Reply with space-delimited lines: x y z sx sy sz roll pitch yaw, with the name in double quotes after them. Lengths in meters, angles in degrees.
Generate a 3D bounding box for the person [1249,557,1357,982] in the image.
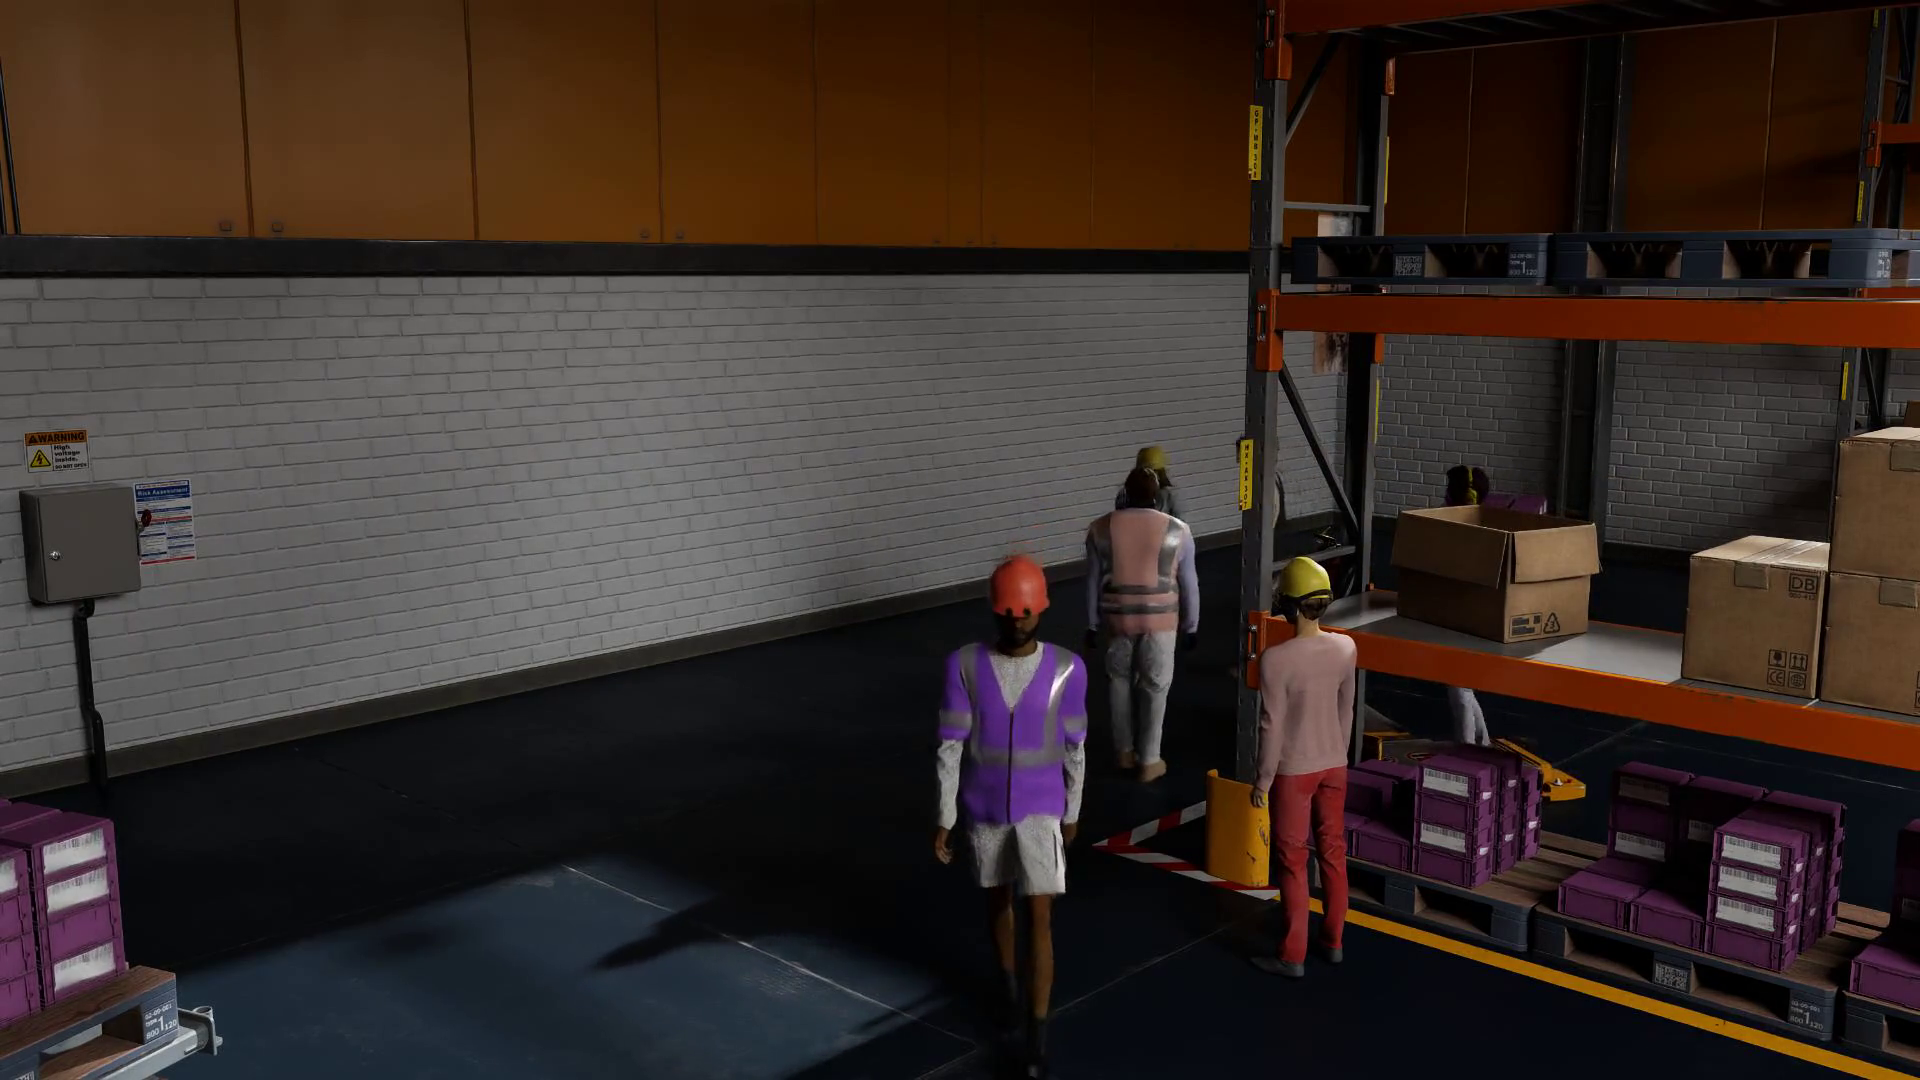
1.420 0.949 6.932 0.525 1.769 0.327 -6 11 -31 "person"

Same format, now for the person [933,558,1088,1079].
0.185 1.014 6.146 0.555 1.890 0.971 1 9 7 "person"

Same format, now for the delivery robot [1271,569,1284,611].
2.767 0.393 13.761 0.477 0.478 0.707 3 10 20 "delivery robot"

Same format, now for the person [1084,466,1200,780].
1.056 0.478 9.615 0.663 1.826 0.508 2 10 13 "person"

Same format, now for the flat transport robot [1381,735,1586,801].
2.690 1.302 9.340 1.431 0.197 0.652 -2 9 -11 "flat transport robot"

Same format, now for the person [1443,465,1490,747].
2.840 0.505 9.366 0.359 1.875 0.562 2 10 14 "person"

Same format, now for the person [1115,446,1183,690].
1.297 0.199 11.623 0.510 1.725 0.418 3 10 20 "person"

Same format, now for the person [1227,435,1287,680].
2.185 0.136 11.754 0.504 1.816 0.559 3 10 19 "person"

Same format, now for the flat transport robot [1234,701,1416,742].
2.239 1.146 10.299 0.652 0.197 1.431 -2 9 -10 "flat transport robot"
